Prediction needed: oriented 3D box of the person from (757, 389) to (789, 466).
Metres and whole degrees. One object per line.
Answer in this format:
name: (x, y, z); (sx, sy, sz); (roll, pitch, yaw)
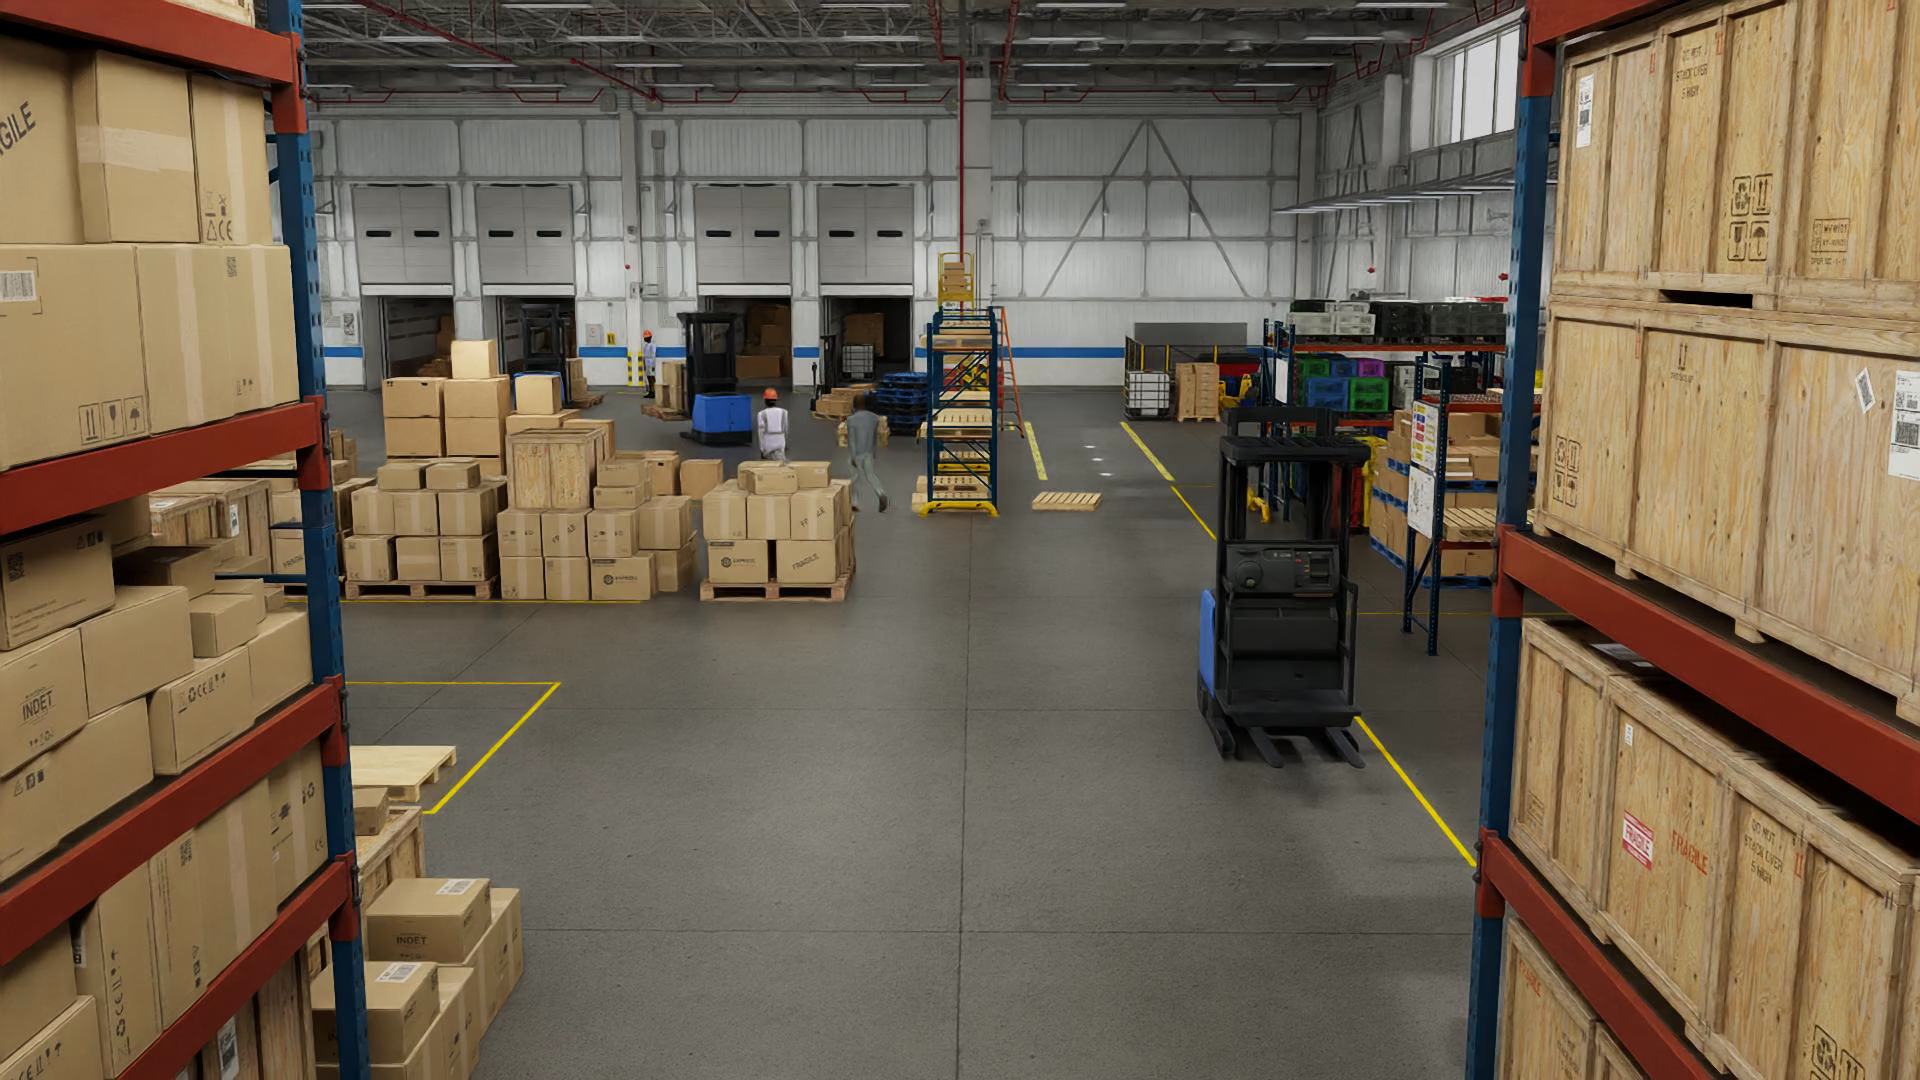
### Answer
person: (-3.119, -1.574, 27.684); (0.559, 1.880, 1.017); (-4, 10, -20)

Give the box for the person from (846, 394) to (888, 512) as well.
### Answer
person: (-1.503, -1.360, 26.350); (0.625, 1.919, 0.841); (-7, 12, -35)

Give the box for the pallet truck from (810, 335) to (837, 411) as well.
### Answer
pallet truck: (-3.021, -4.312, 43.126); (1.885, 1.965, 0.823); (3, 10, 17)

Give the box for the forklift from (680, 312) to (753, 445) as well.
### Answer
forklift: (-5.312, -3.541, 36.133); (1.129, 2.768, 1.873); (-5, 11, -25)

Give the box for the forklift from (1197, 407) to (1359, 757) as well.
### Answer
forklift: (2.693, 0.256, 14.223); (1.129, 2.768, 1.873); (0, 10, 1)

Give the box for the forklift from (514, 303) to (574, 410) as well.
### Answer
forklift: (-10.721, -4.667, 42.626); (1.129, 2.768, 1.873); (0, 10, 1)

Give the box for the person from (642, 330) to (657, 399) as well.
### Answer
person: (-8.812, -4.974, 47.152); (0.389, 1.930, 0.544); (-7, 12, -37)
